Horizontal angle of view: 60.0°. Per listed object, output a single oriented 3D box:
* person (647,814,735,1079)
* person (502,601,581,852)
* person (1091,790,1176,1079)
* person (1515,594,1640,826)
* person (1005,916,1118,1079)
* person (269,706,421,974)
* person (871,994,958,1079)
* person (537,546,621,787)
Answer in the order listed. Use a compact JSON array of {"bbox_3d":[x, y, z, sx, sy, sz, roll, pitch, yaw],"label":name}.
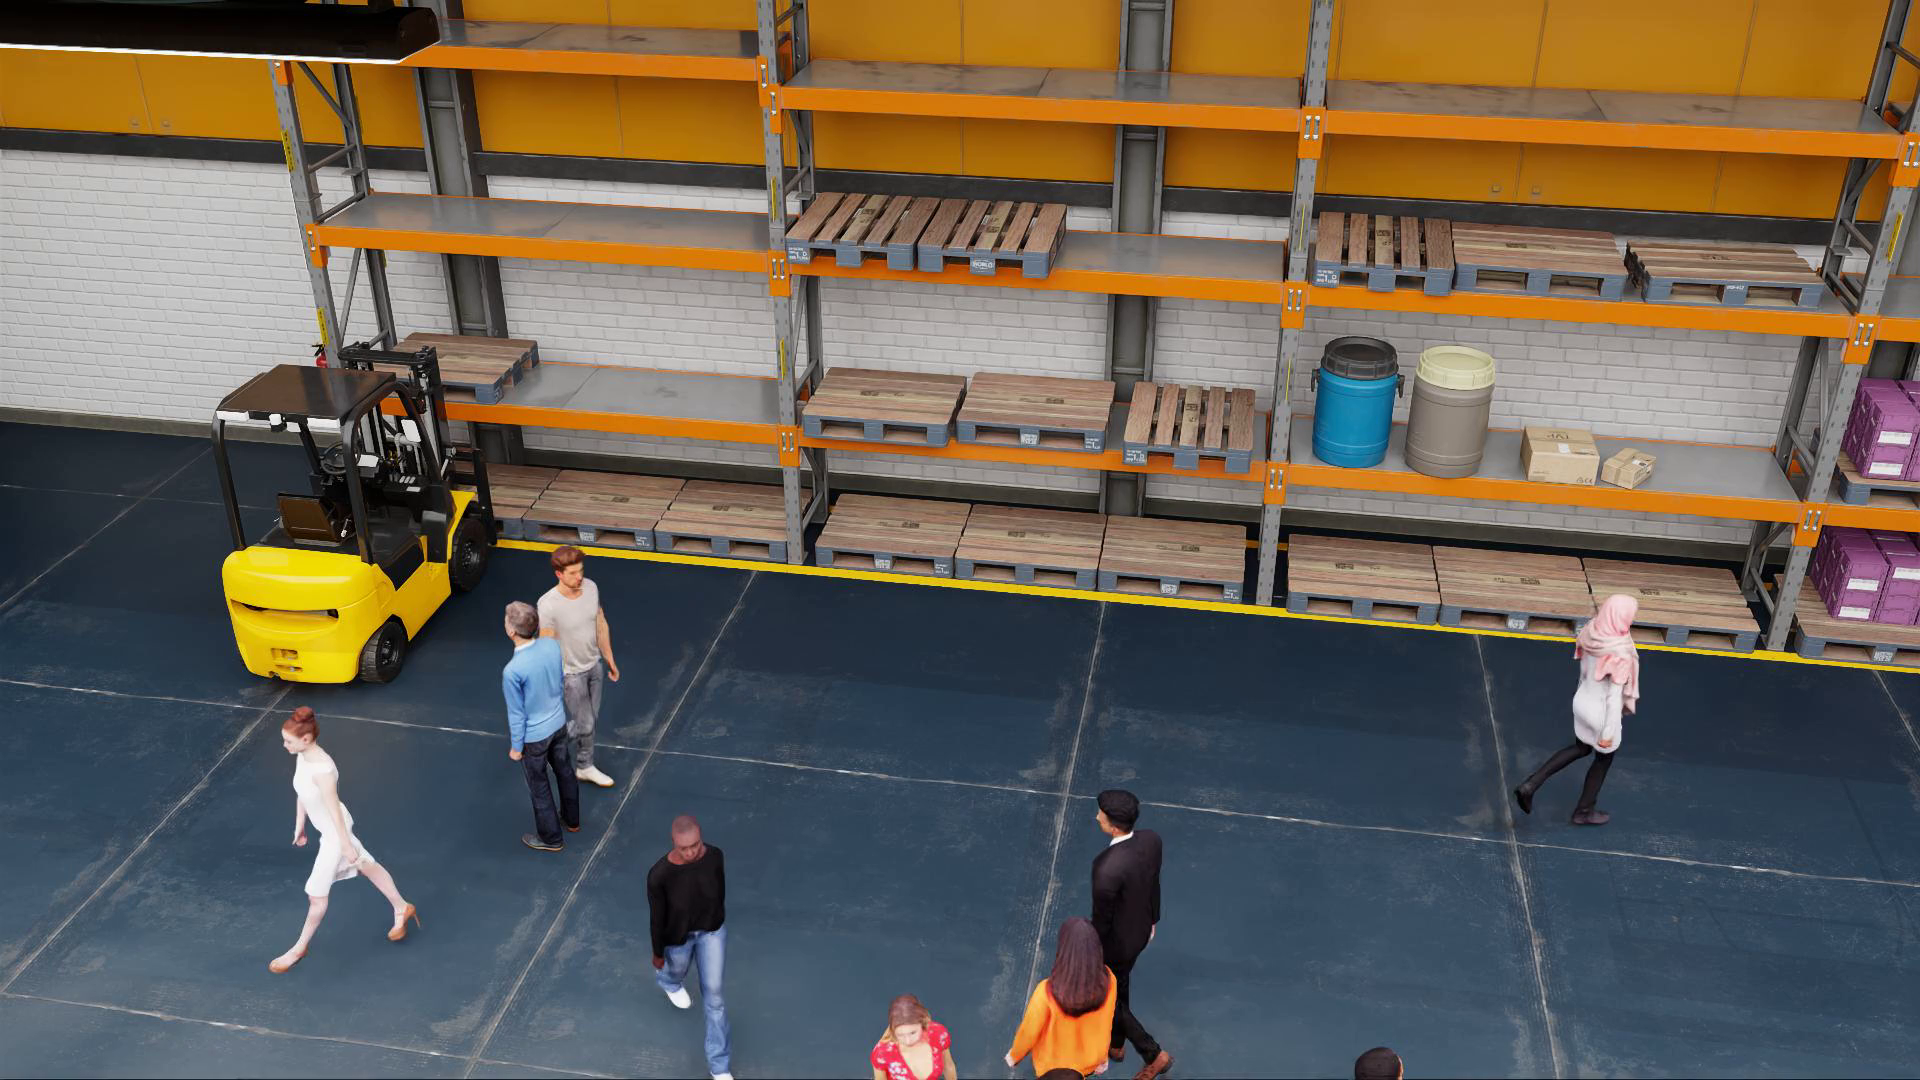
[{"bbox_3d":[-1.498,2.122,9.094,1.189,1.706,1.141,-14,31,-23],"label":"person"},{"bbox_3d":[-2.699,1.185,10.692,0.676,1.820,0.720,15,32,25],"label":"person"},{"bbox_3d":[0.920,2.156,8.865,1.036,1.864,0.940,22,36,35],"label":"person"},{"bbox_3d":[4.052,1.139,10.813,1.047,1.786,0.855,-6,29,-11],"label":"person"},{"bbox_3d":[0.590,2.637,8.144,1.074,1.710,1.138,-19,34,-31],"label":"person"},{"bbox_3d":[-3.573,1.714,9.793,1.132,1.752,1.072,-20,34,-32],"label":"person"},{"bbox_3d":[-0.250,2.733,8.142,1.070,1.544,1.077,-18,33,-29],"label":"person"},{"bbox_3d":[-2.654,0.838,11.268,0.858,1.877,0.790,18,33,29],"label":"person"}]
